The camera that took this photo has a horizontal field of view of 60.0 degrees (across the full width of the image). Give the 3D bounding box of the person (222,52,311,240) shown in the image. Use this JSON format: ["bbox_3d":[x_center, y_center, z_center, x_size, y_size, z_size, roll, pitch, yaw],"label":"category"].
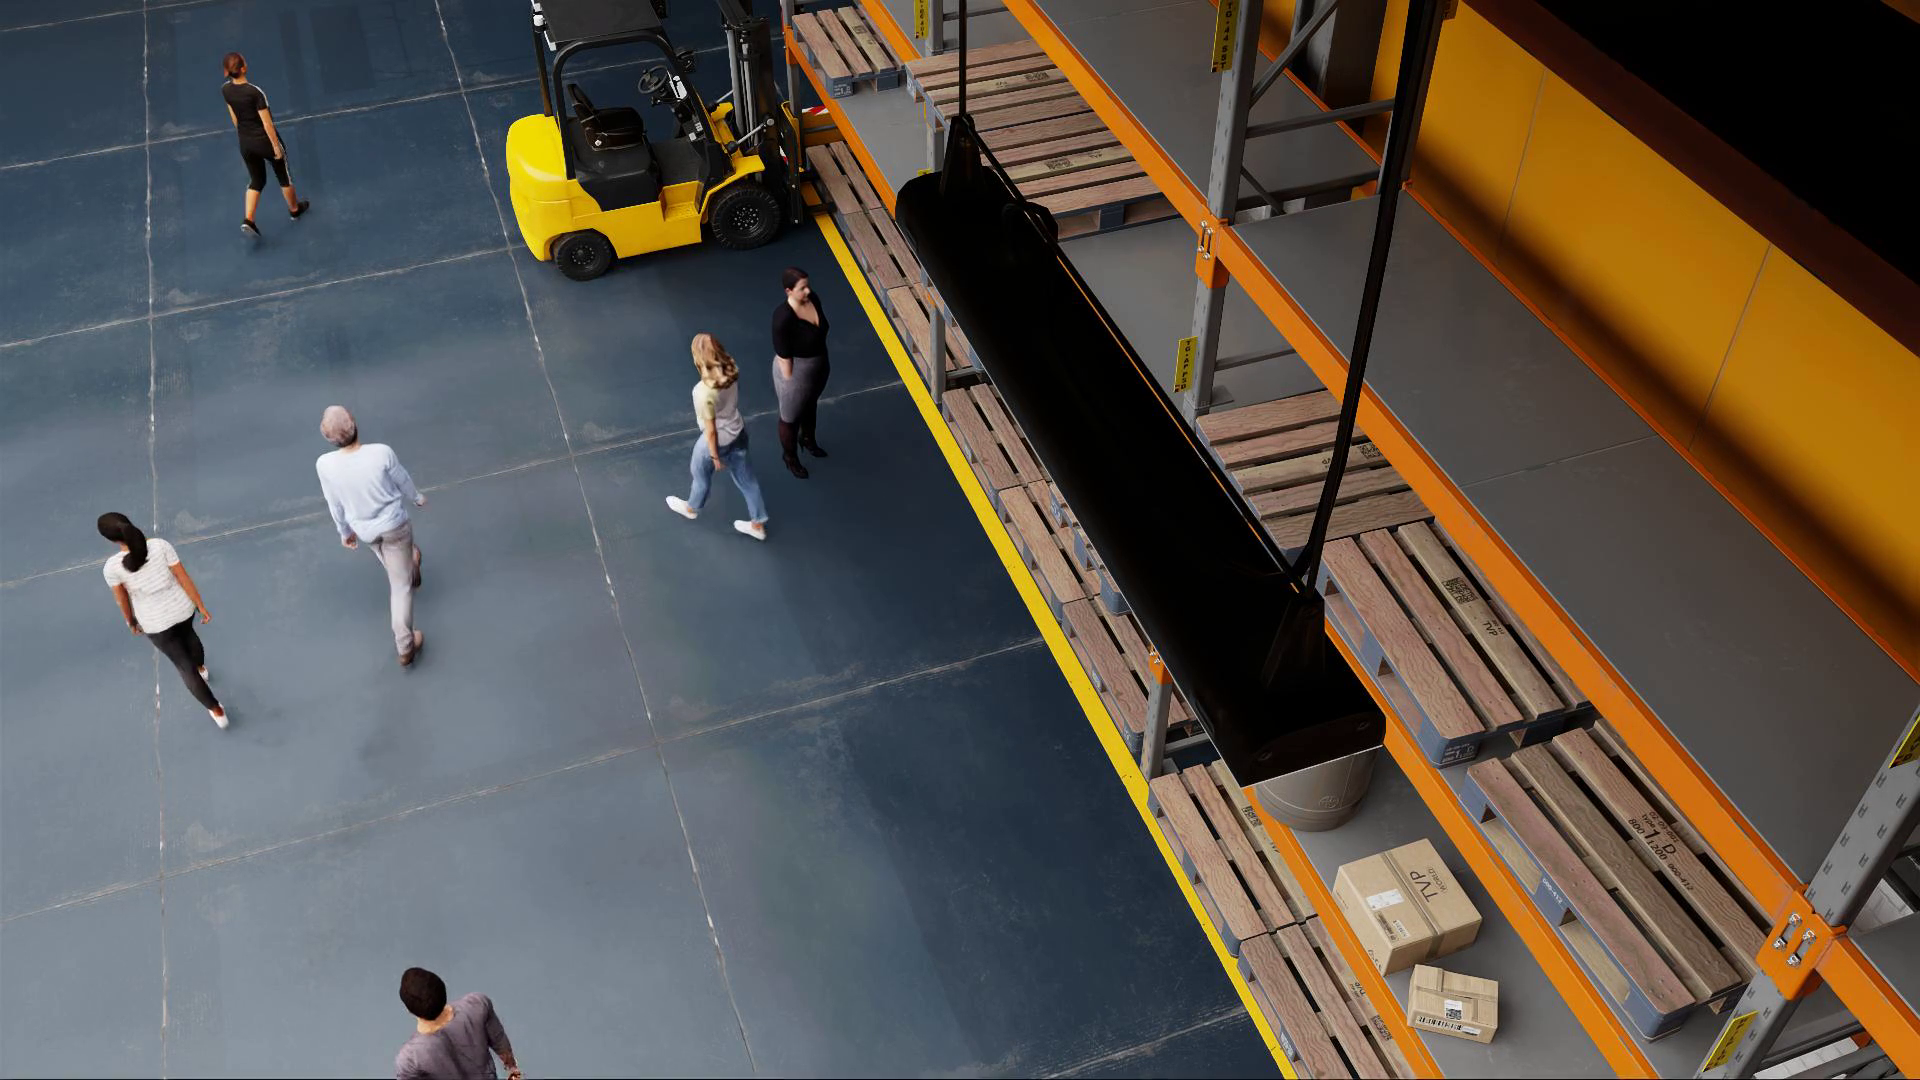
[{"bbox_3d":[-6.109,-3.390,14.382,0.958,1.648,1.091,11,45,12],"label":"person"}]

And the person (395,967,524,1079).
[{"bbox_3d":[-2.309,2.673,7.901,1.272,1.808,1.089,29,51,27],"label":"person"}]

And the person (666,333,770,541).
[{"bbox_3d":[-1.542,-0.670,11.494,1.113,1.692,1.029,19,47,19],"label":"person"}]

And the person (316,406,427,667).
[{"bbox_3d":[-3.724,0.006,10.688,0.931,1.826,1.342,-2,44,-2],"label":"person"}]

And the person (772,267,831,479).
[{"bbox_3d":[-1.165,-1.236,12.040,0.823,1.759,0.776,21,48,21],"label":"person"}]

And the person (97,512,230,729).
[{"bbox_3d":[-4.863,0.518,10.314,0.820,1.600,1.042,-28,50,-26],"label":"person"}]
